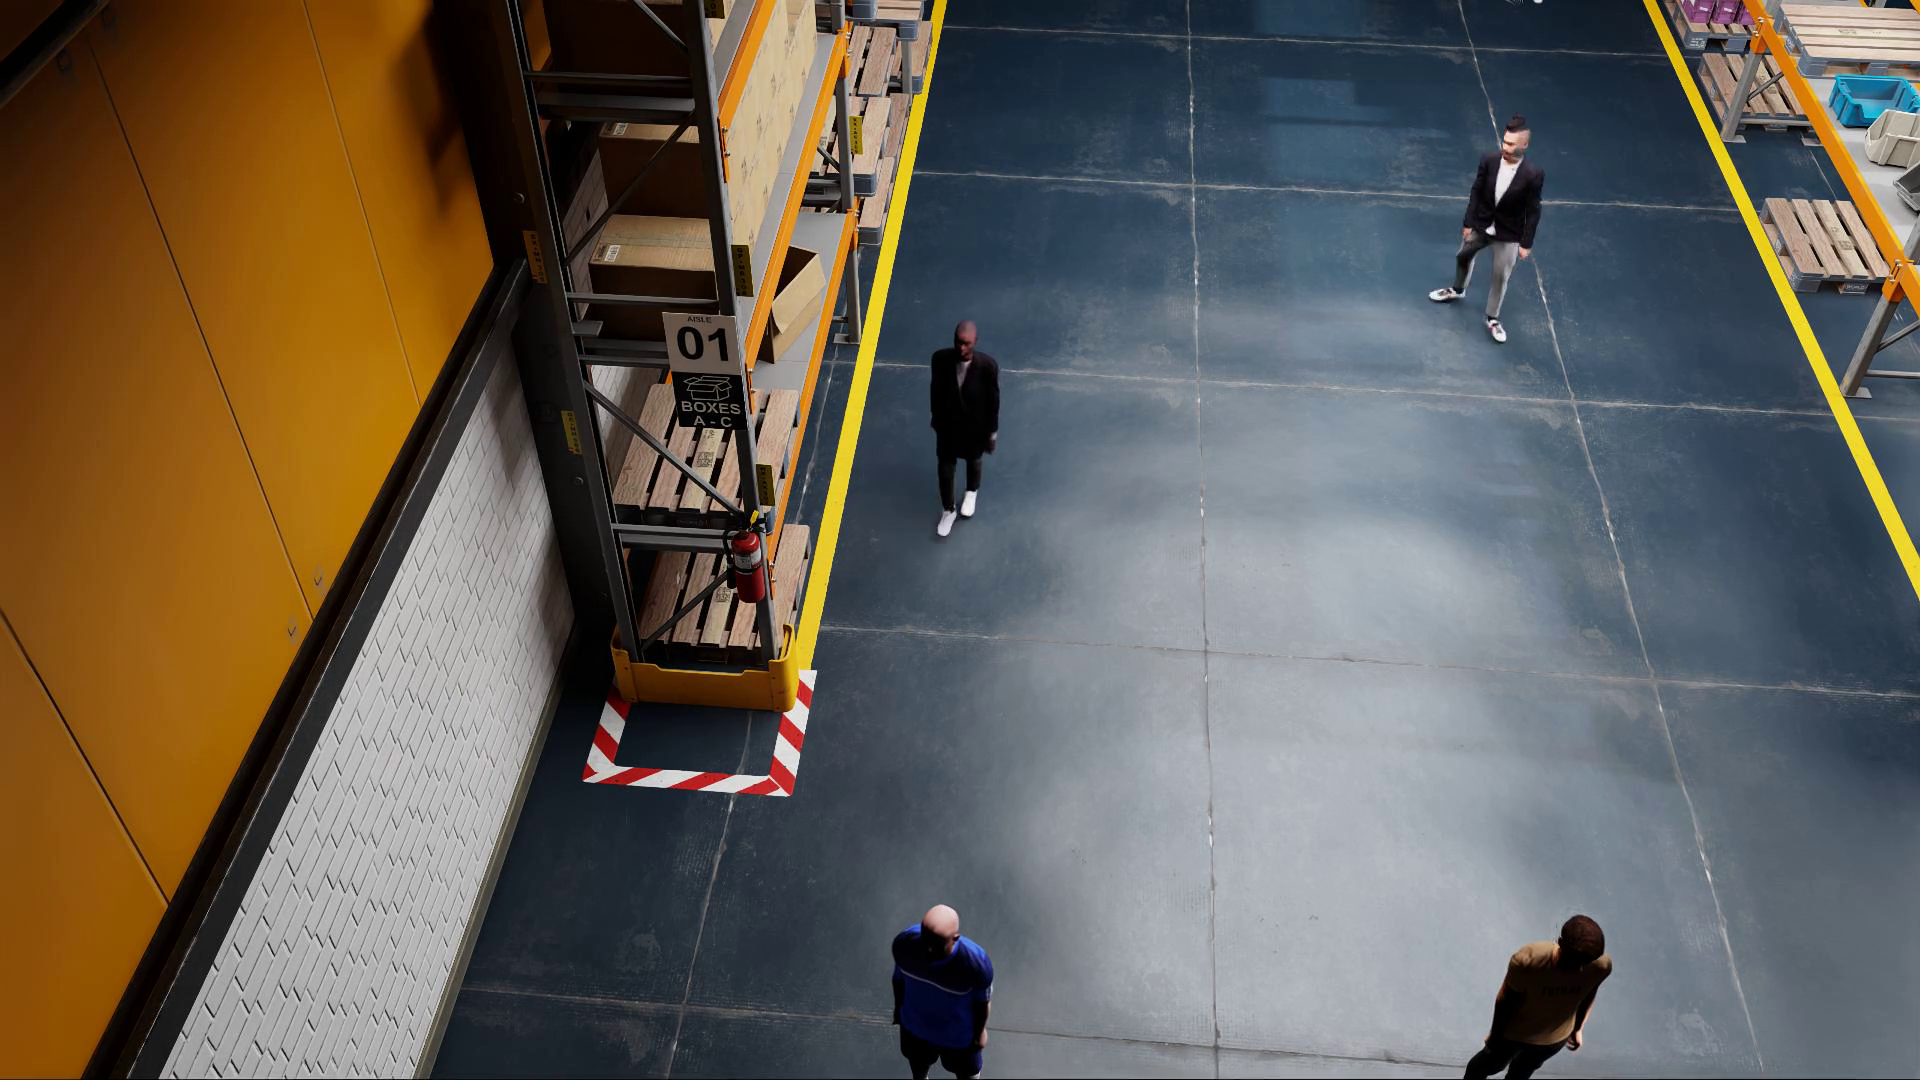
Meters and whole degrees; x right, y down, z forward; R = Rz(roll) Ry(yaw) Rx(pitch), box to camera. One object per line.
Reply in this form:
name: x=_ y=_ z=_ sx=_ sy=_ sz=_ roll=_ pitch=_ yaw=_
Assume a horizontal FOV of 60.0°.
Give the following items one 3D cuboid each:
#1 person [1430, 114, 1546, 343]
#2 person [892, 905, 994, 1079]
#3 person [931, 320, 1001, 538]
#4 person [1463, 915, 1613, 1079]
person: x=4.419 y=-2.558 z=13.483 sx=1.017 sy=1.939 sz=1.030 roll=22 pitch=48 yaw=21
person: x=-0.094 y=2.399 z=8.351 sx=0.728 sy=1.842 sz=0.668 roll=14 pitch=45 yaw=15
person: x=0.056 y=-0.897 z=11.881 sx=0.716 sy=1.744 sz=0.820 roll=8 pitch=44 yaw=8
person: x=2.872 y=2.414 z=8.331 sx=0.697 sy=1.848 sz=0.622 roll=-3 pitch=44 yaw=-3
